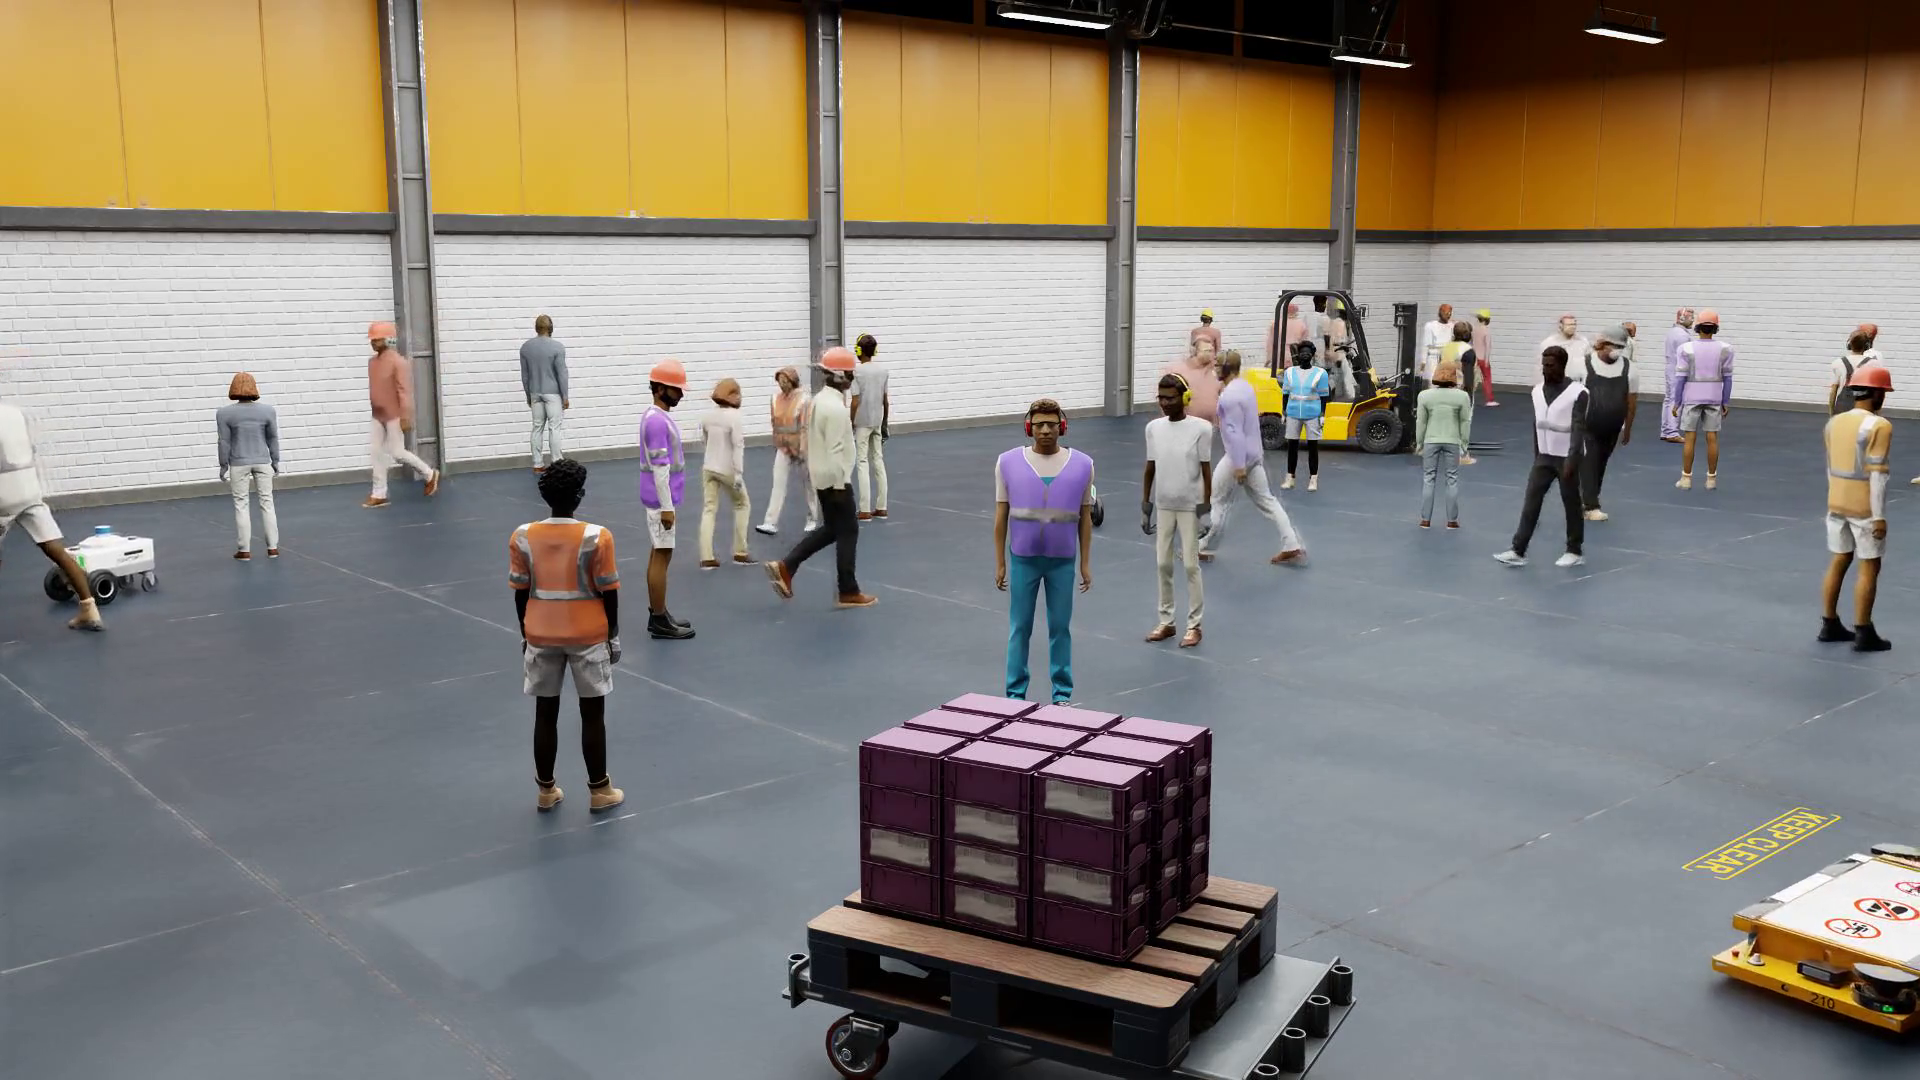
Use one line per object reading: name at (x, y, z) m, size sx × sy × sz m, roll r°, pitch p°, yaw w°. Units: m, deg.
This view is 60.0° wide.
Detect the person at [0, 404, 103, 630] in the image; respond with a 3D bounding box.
person at (-6.619, -0.288, 11.615) m, size 1.232 × 1.932 × 0.625 m, roll 2°, pitch 10°, yaw 11°

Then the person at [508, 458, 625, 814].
person at (-1.848, 0.459, 7.856) m, size 0.536 × 1.696 × 0.318 m, roll 1°, pitch 10°, yaw 7°

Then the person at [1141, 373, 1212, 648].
person at (1.472, -0.204, 11.291) m, size 0.530 × 1.855 × 0.333 m, roll 6°, pitch 12°, yaw 33°

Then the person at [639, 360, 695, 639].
person at (-2.028, -0.281, 11.518) m, size 0.375 × 1.927 × 0.543 m, roll -2°, pitch 10°, yaw -12°

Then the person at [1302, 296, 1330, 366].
person at (6.347, -3.390, 29.605) m, size 0.366 × 1.963 × 0.610 m, roll -7°, pitch 12°, yaw -37°

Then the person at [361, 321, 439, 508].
person at (-5.974, -1.337, 17.604) m, size 0.623 × 1.974 × 0.794 m, roll 7°, pitch 12°, yaw 36°

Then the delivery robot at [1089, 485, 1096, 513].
delivery robot at (1.090, -0.480, 16.419) m, size 0.477 × 0.478 × 0.707 m, roll -2°, pitch 10°, yaw -12°

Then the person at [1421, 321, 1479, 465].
person at (6.218, -1.849, 20.988) m, size 0.664 × 1.830 × 0.624 m, roll -3°, pitch 10°, yaw -18°

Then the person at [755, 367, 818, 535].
person at (-1.600, -0.828, 15.662) m, size 0.524 × 1.587 × 0.867 m, roll 5°, pitch 11°, yaw 27°

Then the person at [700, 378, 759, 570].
person at (-1.969, -0.562, 14.060) m, size 0.527 × 1.601 × 0.636 m, roll 7°, pitch 12°, yaw 34°

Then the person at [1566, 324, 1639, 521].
person at (6.459, -1.251, 16.863) m, size 0.728 × 2.000 × 0.977 m, roll 0°, pitch 10°, yaw 2°

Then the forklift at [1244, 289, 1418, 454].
forklift at (5.034, -2.339, 22.783) m, size 2.313 × 2.155 × 1.214 m, roll 3°, pitch 10°, yaw 16°

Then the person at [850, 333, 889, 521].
person at (-0.930, -1.122, 16.610) m, size 0.532 × 1.869 × 0.311 m, roll -9°, pitch 13°, yaw -42°

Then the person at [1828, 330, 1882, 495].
person at (9.686, -1.352, 18.027) m, size 0.508 × 1.847 × 0.345 m, roll 7°, pitch 12°, yaw 36°

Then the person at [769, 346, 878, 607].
person at (-1.017, -0.457, 12.421) m, size 0.725 × 1.969 × 0.627 m, roll -3°, pitch 10°, yaw -18°

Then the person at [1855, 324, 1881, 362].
person at (10.188, -1.494, 18.791) m, size 0.350 × 1.876 × 0.625 m, roll 7°, pitch 12°, yaw 34°

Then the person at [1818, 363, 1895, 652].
person at (6.053, -0.227, 11.198) m, size 0.385 × 1.926 × 0.571 m, roll -2°, pitch 10°, yaw -10°

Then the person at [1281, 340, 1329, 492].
person at (3.860, -1.392, 18.684) m, size 0.540 × 1.700 × 0.316 m, roll 5°, pitch 11°, yaw 26°

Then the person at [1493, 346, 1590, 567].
person at (4.956, -0.684, 13.995) m, size 0.939 × 1.874 × 0.612 m, roll -5°, pitch 11°, yaw -29°

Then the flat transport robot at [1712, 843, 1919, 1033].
flat transport robot at (3.488, 1.449, 6.227) m, size 1.431 × 0.197 × 0.652 m, roll -8°, pitch 12°, yaw -39°

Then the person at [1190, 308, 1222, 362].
person at (4.118, -2.989, 27.849) m, size 0.533 × 1.765 × 0.326 m, roll 3°, pitch 10°, yaw 19°

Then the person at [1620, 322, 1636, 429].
person at (10.150, -2.505, 25.363) m, size 0.306 × 1.645 × 0.523 m, roll 6°, pitch 11°, yaw 30°

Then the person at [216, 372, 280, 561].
person at (-6.179, -0.638, 14.464) m, size 0.507 × 1.632 × 0.274 m, roll -7°, pitch 12°, yaw -35°

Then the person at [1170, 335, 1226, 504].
person at (2.420, -1.178, 17.013) m, size 0.648 × 1.853 × 1.011 m, roll -4°, pitch 10°, yaw -20°

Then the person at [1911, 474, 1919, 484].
person at (11.277, -1.519, 19.013) m, size 0.430 × 1.845 × 0.624 m, roll -5°, pitch 11°, yaw -25°

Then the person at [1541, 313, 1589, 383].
person at (7.906, -2.007, 21.709) m, size 0.676 × 1.892 × 0.428 m, roll -1°, pitch 10°, yaw -5°

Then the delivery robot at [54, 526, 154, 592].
delivery robot at (-6.595, 0.133, 12.830) m, size 0.477 × 0.478 × 0.707 m, roll 4°, pitch 11°, yaw 22°

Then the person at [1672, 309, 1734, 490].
person at (8.359, -1.575, 18.752) m, size 0.605 × 2.045 × 0.377 m, roll 2°, pitch 10°, yaw 12°

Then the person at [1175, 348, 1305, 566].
person at (2.444, -0.697, 14.181) m, size 1.098 × 1.870 × 0.645 m, roll 5°, pitch 11°, yaw 27°

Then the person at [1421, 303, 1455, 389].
person at (7.825, -2.896, 27.004) m, size 0.609 × 1.862 × 0.591 m, roll -1°, pitch 10°, yaw -5°

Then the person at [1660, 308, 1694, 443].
person at (10.211, -2.330, 23.589) m, size 0.400 × 1.903 × 0.644 m, roll 2°, pitch 10°, yaw 10°

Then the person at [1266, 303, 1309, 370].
person at (5.398, -2.964, 27.389) m, size 0.697 × 1.876 × 0.508 m, roll 1°, pitch 10°, yaw 6°

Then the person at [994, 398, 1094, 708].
person at (0.474, 0.116, 9.438) m, size 0.566 × 1.843 × 0.389 m, roll -1°, pitch 10°, yaw -4°

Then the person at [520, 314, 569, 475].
person at (-4.982, -1.742, 20.042) m, size 0.630 × 1.938 × 0.372 m, roll 3°, pitch 10°, yaw 19°

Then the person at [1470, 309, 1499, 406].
person at (9.048, -3.170, 29.024) m, size 0.894 × 1.724 × 0.531 m, roll -6°, pitch 11°, yaw -32°

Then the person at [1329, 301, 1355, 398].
person at (6.603, -3.218, 28.845) m, size 0.901 × 1.887 × 0.600 m, roll 1°, pitch 10°, yaw 3°

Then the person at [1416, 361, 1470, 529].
person at (4.658, -0.913, 16.079) m, size 0.500 × 1.633 × 0.281 m, roll 3°, pitch 10°, yaw 16°
